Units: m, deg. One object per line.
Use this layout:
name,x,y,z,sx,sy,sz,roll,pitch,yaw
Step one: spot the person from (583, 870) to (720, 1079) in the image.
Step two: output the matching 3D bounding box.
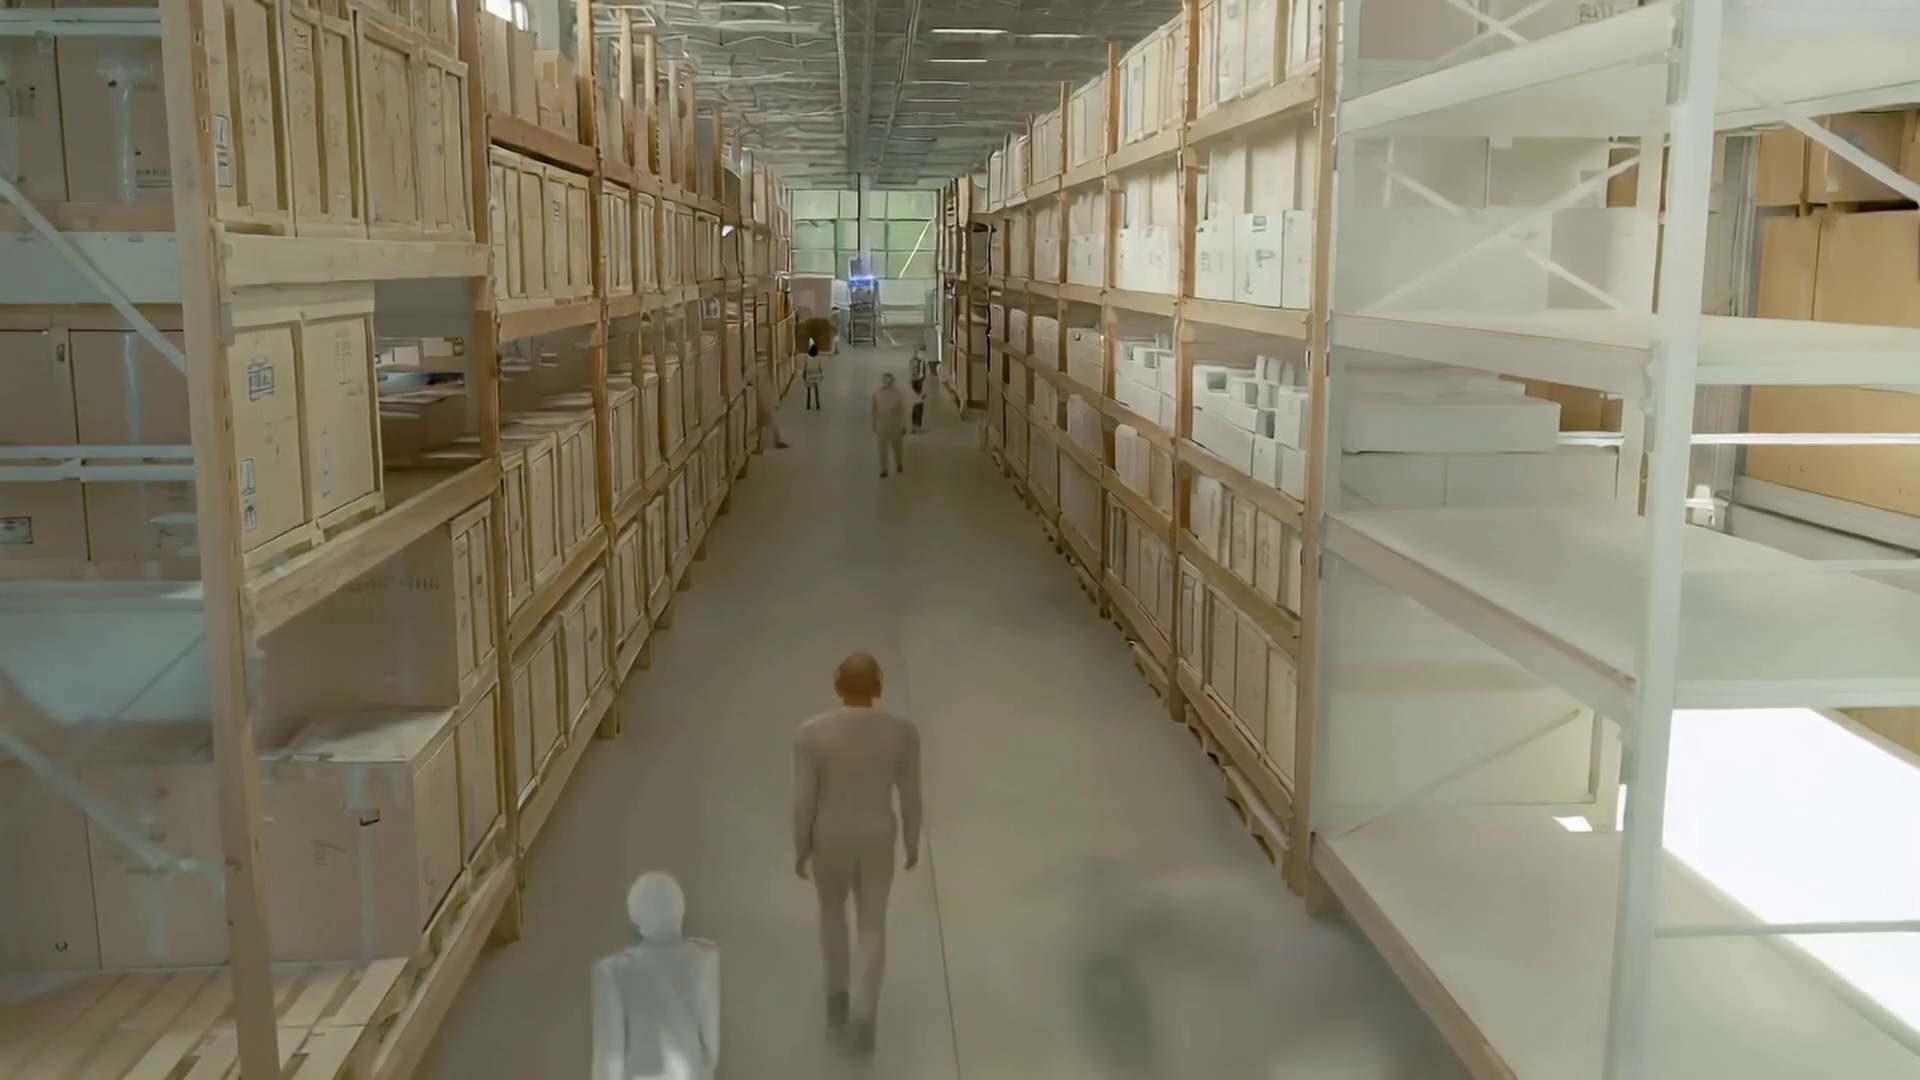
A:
person,-1.102,2.032,6.137,0.546,1.635,0.605,-8,12,-39

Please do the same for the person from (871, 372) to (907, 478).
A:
person,-1.262,-2.069,29.792,0.650,1.888,0.664,2,10,11

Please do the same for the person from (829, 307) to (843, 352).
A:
person,-5.318,-8.988,71.087,0.572,1.891,0.929,-4,10,-24

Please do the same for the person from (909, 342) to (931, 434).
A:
person,-0.898,-3.401,37.269,0.365,2.045,0.615,-5,11,-28

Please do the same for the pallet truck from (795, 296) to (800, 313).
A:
pallet truck,-8.622,-12.439,91.403,1.885,1.965,0.823,2,10,13

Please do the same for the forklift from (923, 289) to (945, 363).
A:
forklift,-0.838,-8.197,63.430,1.129,2.768,1.873,-1,10,-3

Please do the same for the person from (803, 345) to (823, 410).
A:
person,-3.812,-4.213,43.161,0.539,1.696,0.317,2,10,14

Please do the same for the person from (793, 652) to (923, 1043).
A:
person,-0.513,1.498,8.386,0.652,1.912,0.765,-1,10,-6

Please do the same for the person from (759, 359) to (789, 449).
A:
person,-4.022,-2.808,34.326,0.971,1.857,0.690,2,10,11
